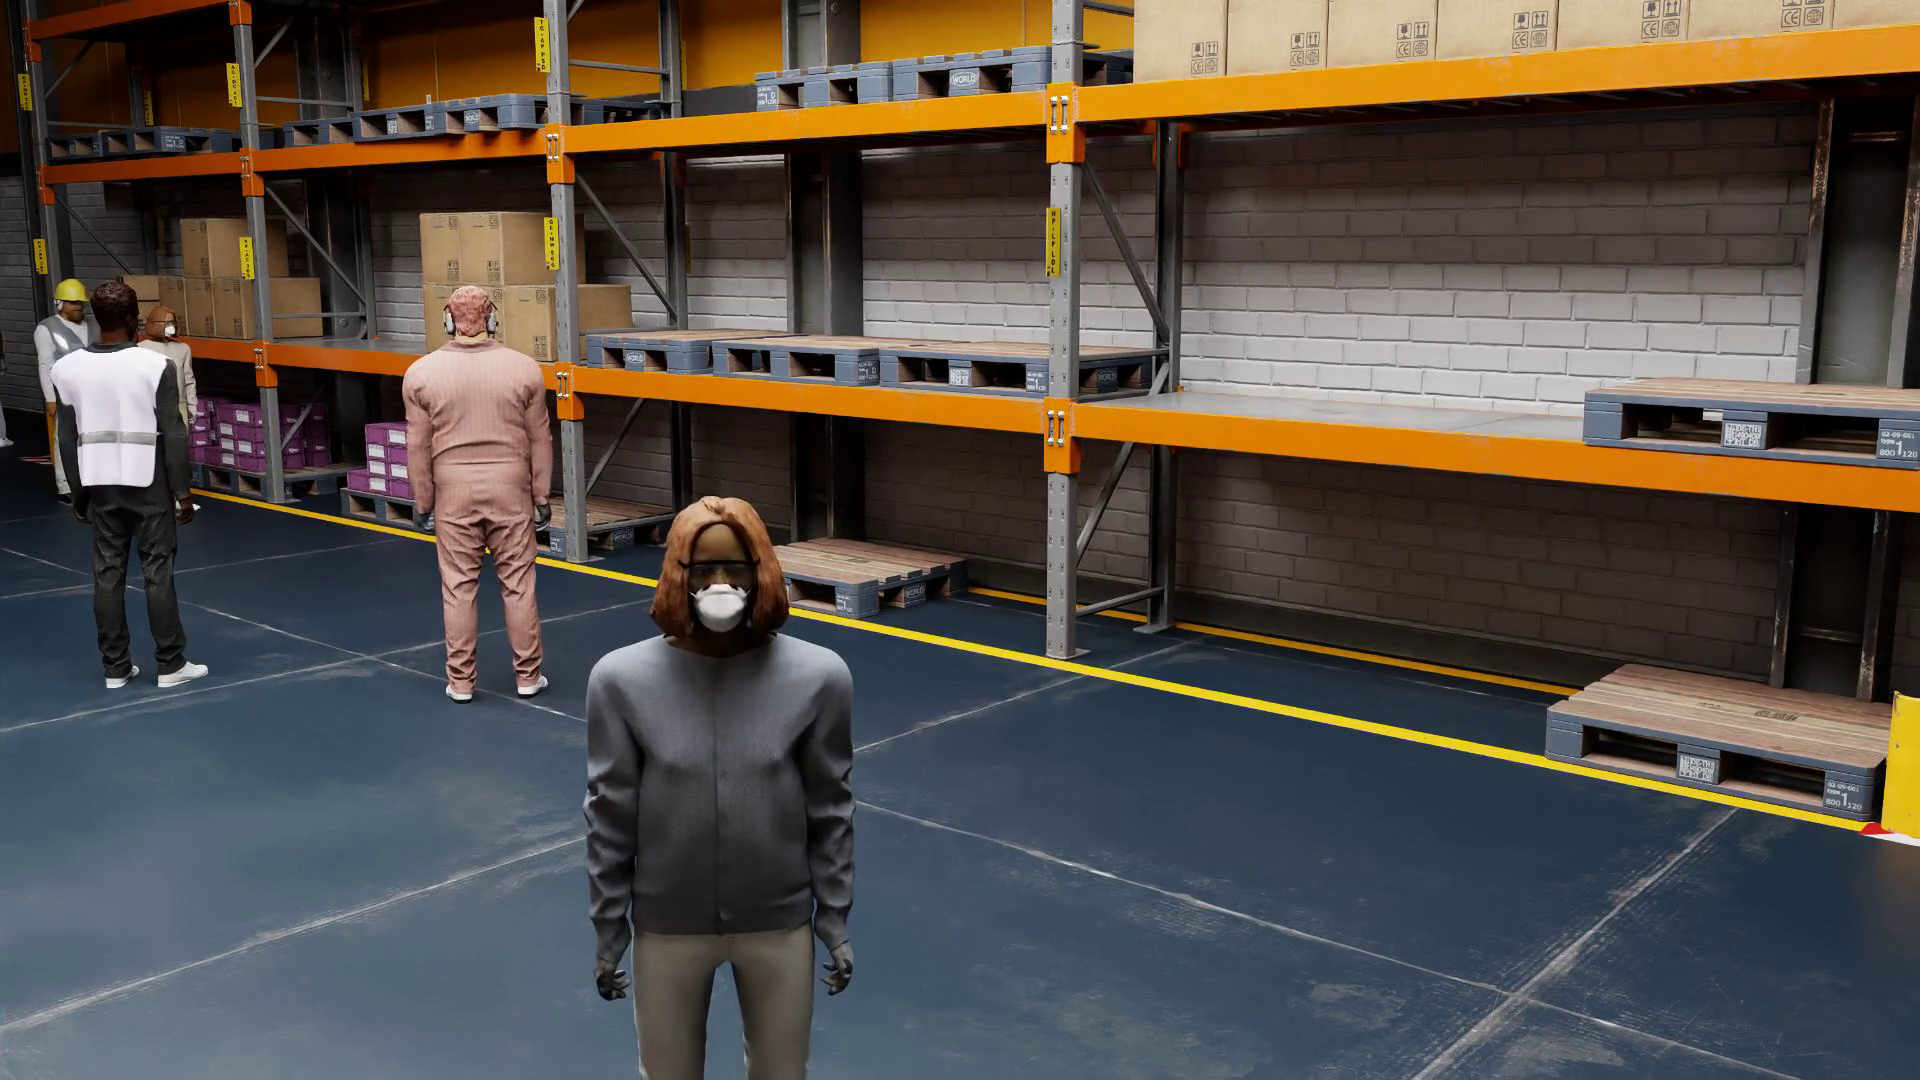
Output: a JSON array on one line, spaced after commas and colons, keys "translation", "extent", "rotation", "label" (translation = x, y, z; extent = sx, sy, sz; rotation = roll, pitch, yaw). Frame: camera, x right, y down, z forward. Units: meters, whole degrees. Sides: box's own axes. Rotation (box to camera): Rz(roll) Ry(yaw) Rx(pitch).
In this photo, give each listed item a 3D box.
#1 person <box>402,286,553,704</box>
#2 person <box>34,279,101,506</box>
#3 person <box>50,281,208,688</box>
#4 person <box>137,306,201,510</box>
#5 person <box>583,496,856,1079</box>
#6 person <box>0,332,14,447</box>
[{"translation": [-2.183, -0.199, 7.608], "extent": [0.640, 1.905, 0.410], "rotation": [-3, 10, -15], "label": "person"}, {"translation": [-7.160, -1.196, 13.492], "extent": [0.403, 1.827, 0.599], "rotation": [4, 11, 20], "label": "person"}, {"translation": [-3.916, -0.246, 7.830], "extent": [0.588, 1.920, 0.392], "rotation": [0, 10, 0], "label": "person"}, {"translation": [-6.221, -1.015, 13.055], "extent": [0.272, 1.629, 0.501], "rotation": [6, 12, 31], "label": "person"}, {"translation": [-0.438, 0.726, 3.099], "extent": [0.500, 1.636, 0.282], "rotation": [-2, 10, -10], "label": "person"}, {"translation": [-10.216, -1.881, 17.299], "extent": [0.519, 1.865, 0.335], "rotation": [-3, 10, -18], "label": "person"}]
